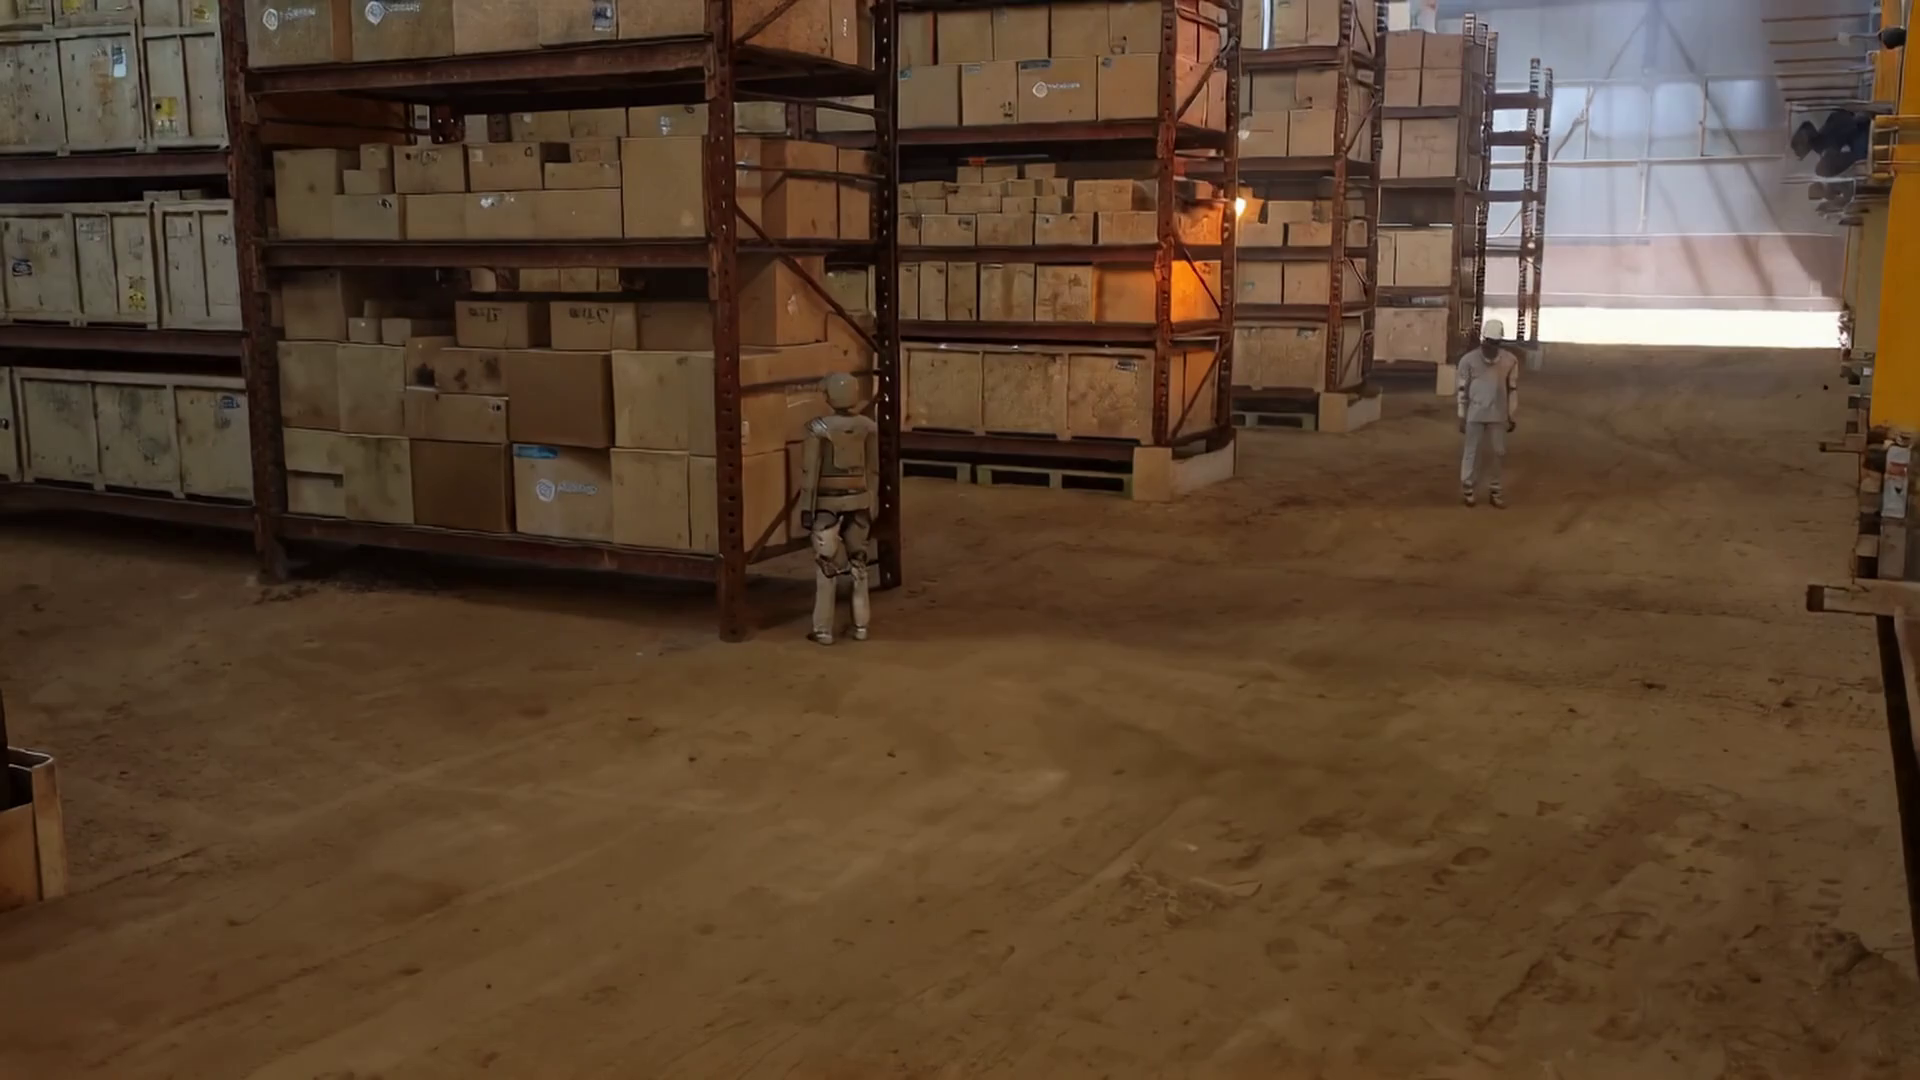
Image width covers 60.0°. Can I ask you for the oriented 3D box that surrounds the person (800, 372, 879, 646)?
[{"bbox_3d":[-0.706,-0.181,9.916,0.525,1.632,0.313,-6,12,-33],"label":"person"}]

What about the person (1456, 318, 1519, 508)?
[{"bbox_3d":[4.822,-1.153,15.205,0.566,1.744,0.350,0,10,-1],"label":"person"}]
